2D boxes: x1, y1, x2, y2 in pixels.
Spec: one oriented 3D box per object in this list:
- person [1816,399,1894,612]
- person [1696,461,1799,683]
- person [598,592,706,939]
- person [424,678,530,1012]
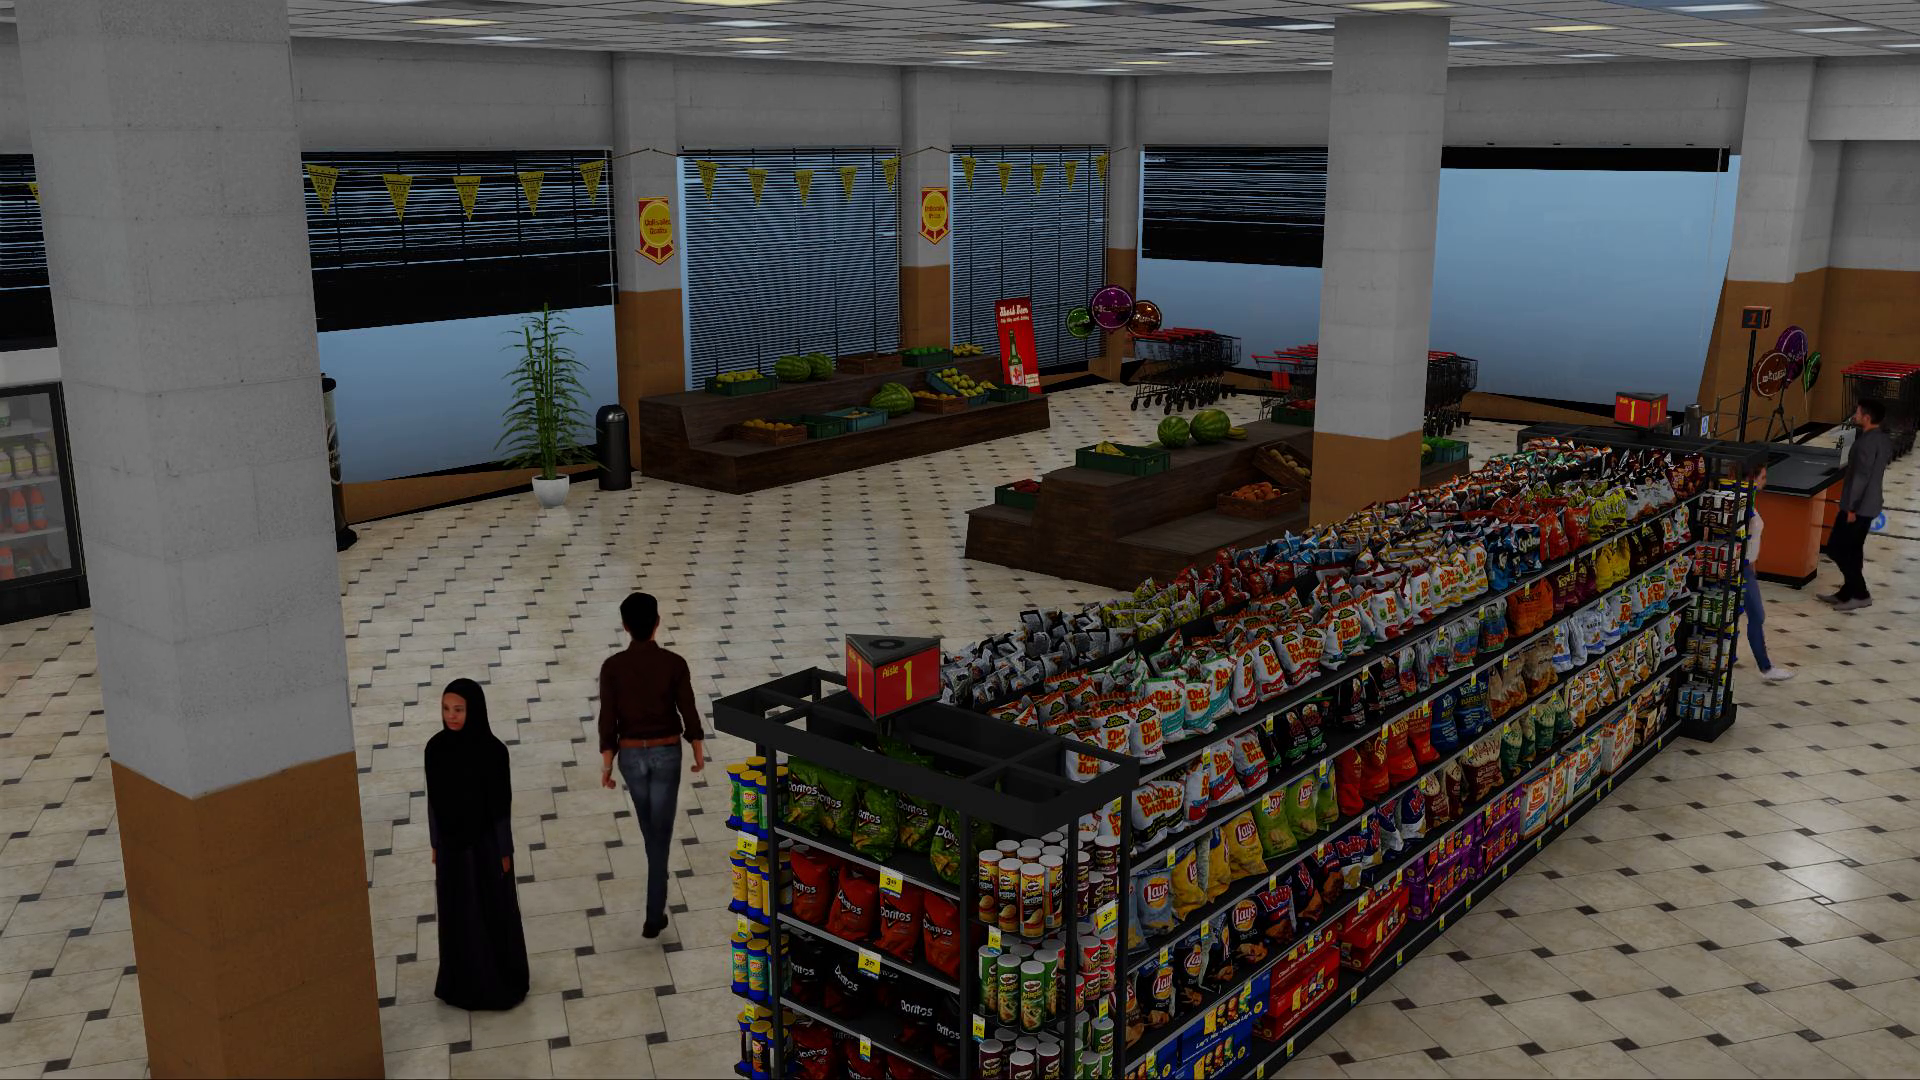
[{"bbox_3d":[7.811,-0.285,14.341,0.759,1.866,0.825,-12,18,-40],"label":"person"},{"bbox_3d":[5.752,0.237,12.552,0.918,1.693,1.013,5,14,20],"label":"person"},{"bbox_3d":[-1.597,1.193,8.557,1.181,1.719,1.247,-1,14,-2],"label":"person"},{"bbox_3d":[-2.292,1.418,7.854,0.707,1.613,0.723,4,14,16],"label":"person"}]
